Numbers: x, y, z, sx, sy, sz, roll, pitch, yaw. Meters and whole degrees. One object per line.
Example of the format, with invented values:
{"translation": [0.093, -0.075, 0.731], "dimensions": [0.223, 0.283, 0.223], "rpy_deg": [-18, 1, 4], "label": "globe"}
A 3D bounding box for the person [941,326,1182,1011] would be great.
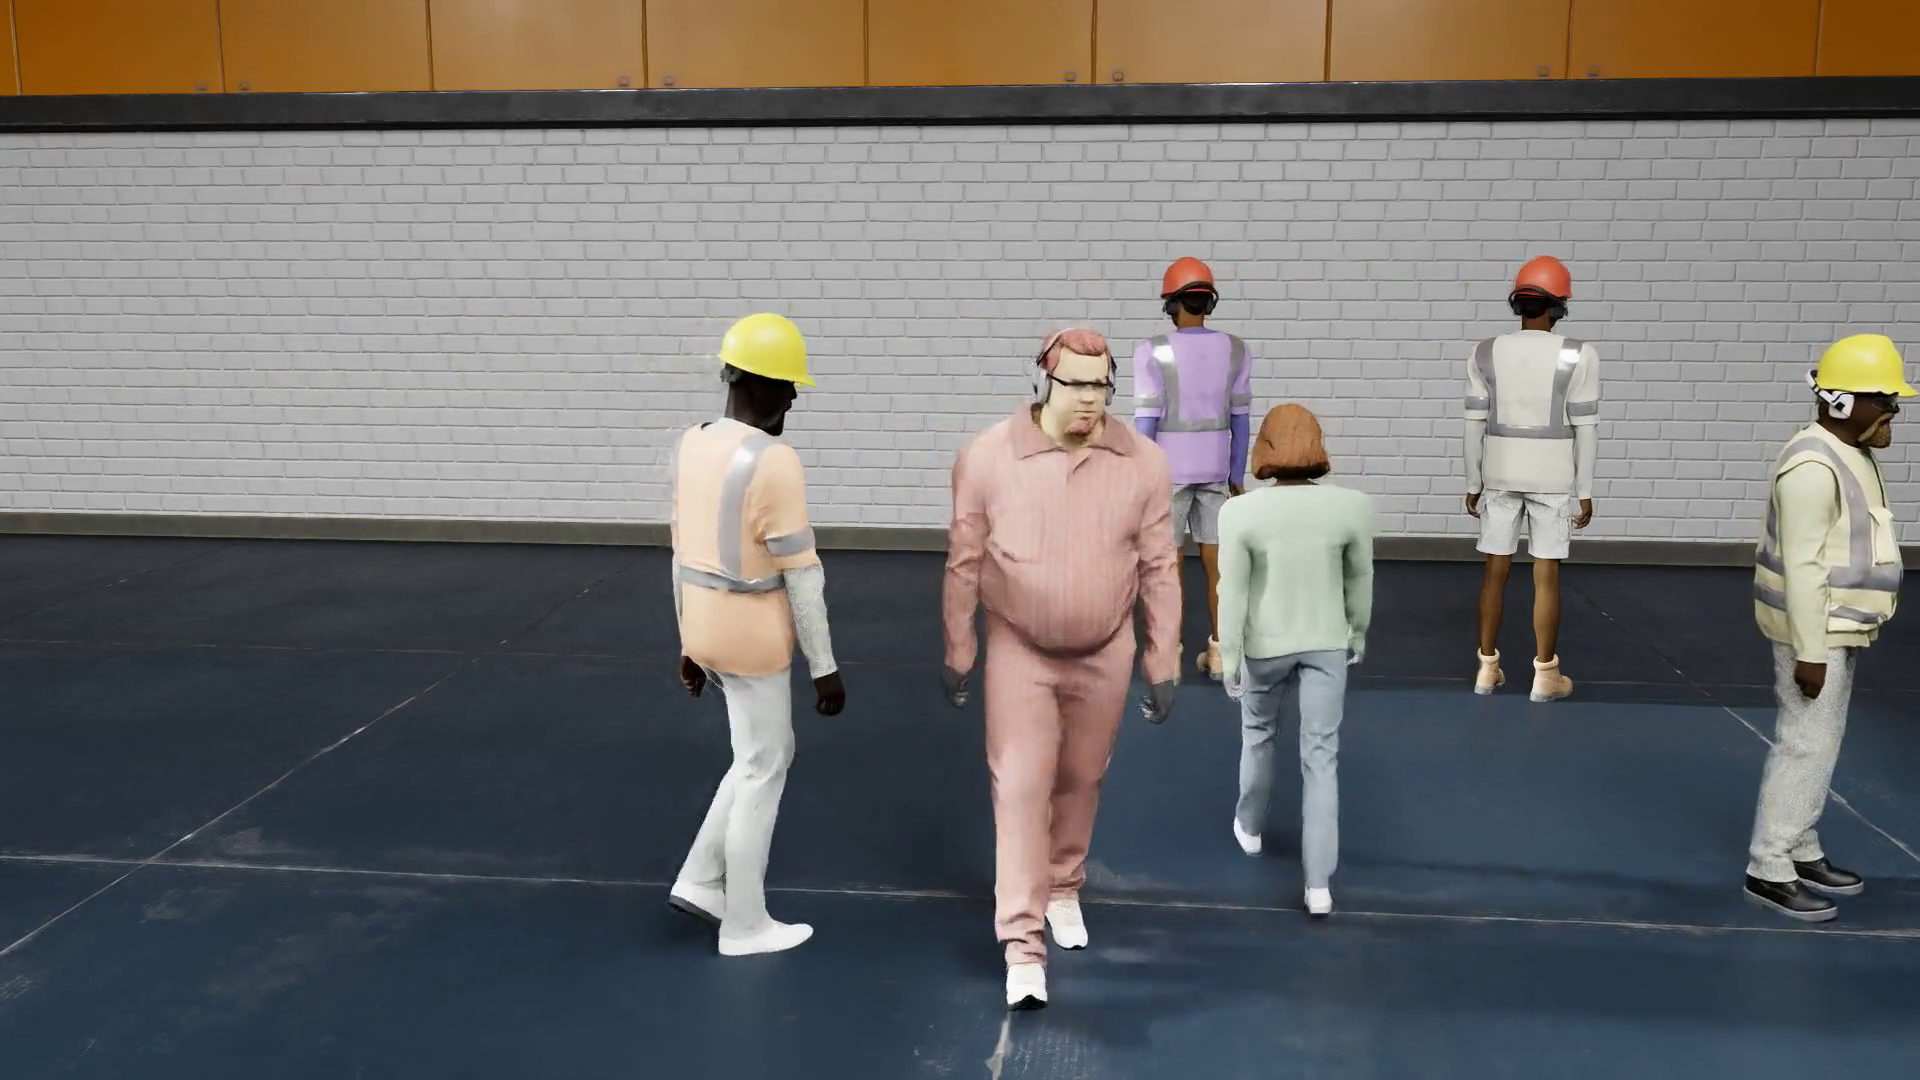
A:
{"translation": [0.305, 0.349, 4.639], "dimensions": [0.666, 1.854, 0.958], "rpy_deg": [-1, 10, -8], "label": "person"}

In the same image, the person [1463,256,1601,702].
{"translation": [2.628, -0.275, 7.681], "dimensions": [0.608, 2.044, 0.377], "rpy_deg": [7, 12, 33], "label": "person"}

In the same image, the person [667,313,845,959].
{"translation": [-0.600, 0.296, 4.842], "dimensions": [0.416, 1.897, 0.587], "rpy_deg": [-7, 12, -33], "label": "person"}

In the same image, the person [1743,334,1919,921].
{"translation": [2.711, 0.267, 5.221], "dimensions": [0.404, 1.822, 0.593], "rpy_deg": [8, 13, 37], "label": "person"}

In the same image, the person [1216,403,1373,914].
{"translation": [1.081, 0.355, 5.383], "dimensions": [0.511, 1.589, 0.869], "rpy_deg": [1, 10, 6], "label": "person"}

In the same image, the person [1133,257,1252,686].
{"translation": [1.082, -0.326, 7.979], "dimensions": [0.615, 2.038, 0.396], "rpy_deg": [-3, 10, -19], "label": "person"}
